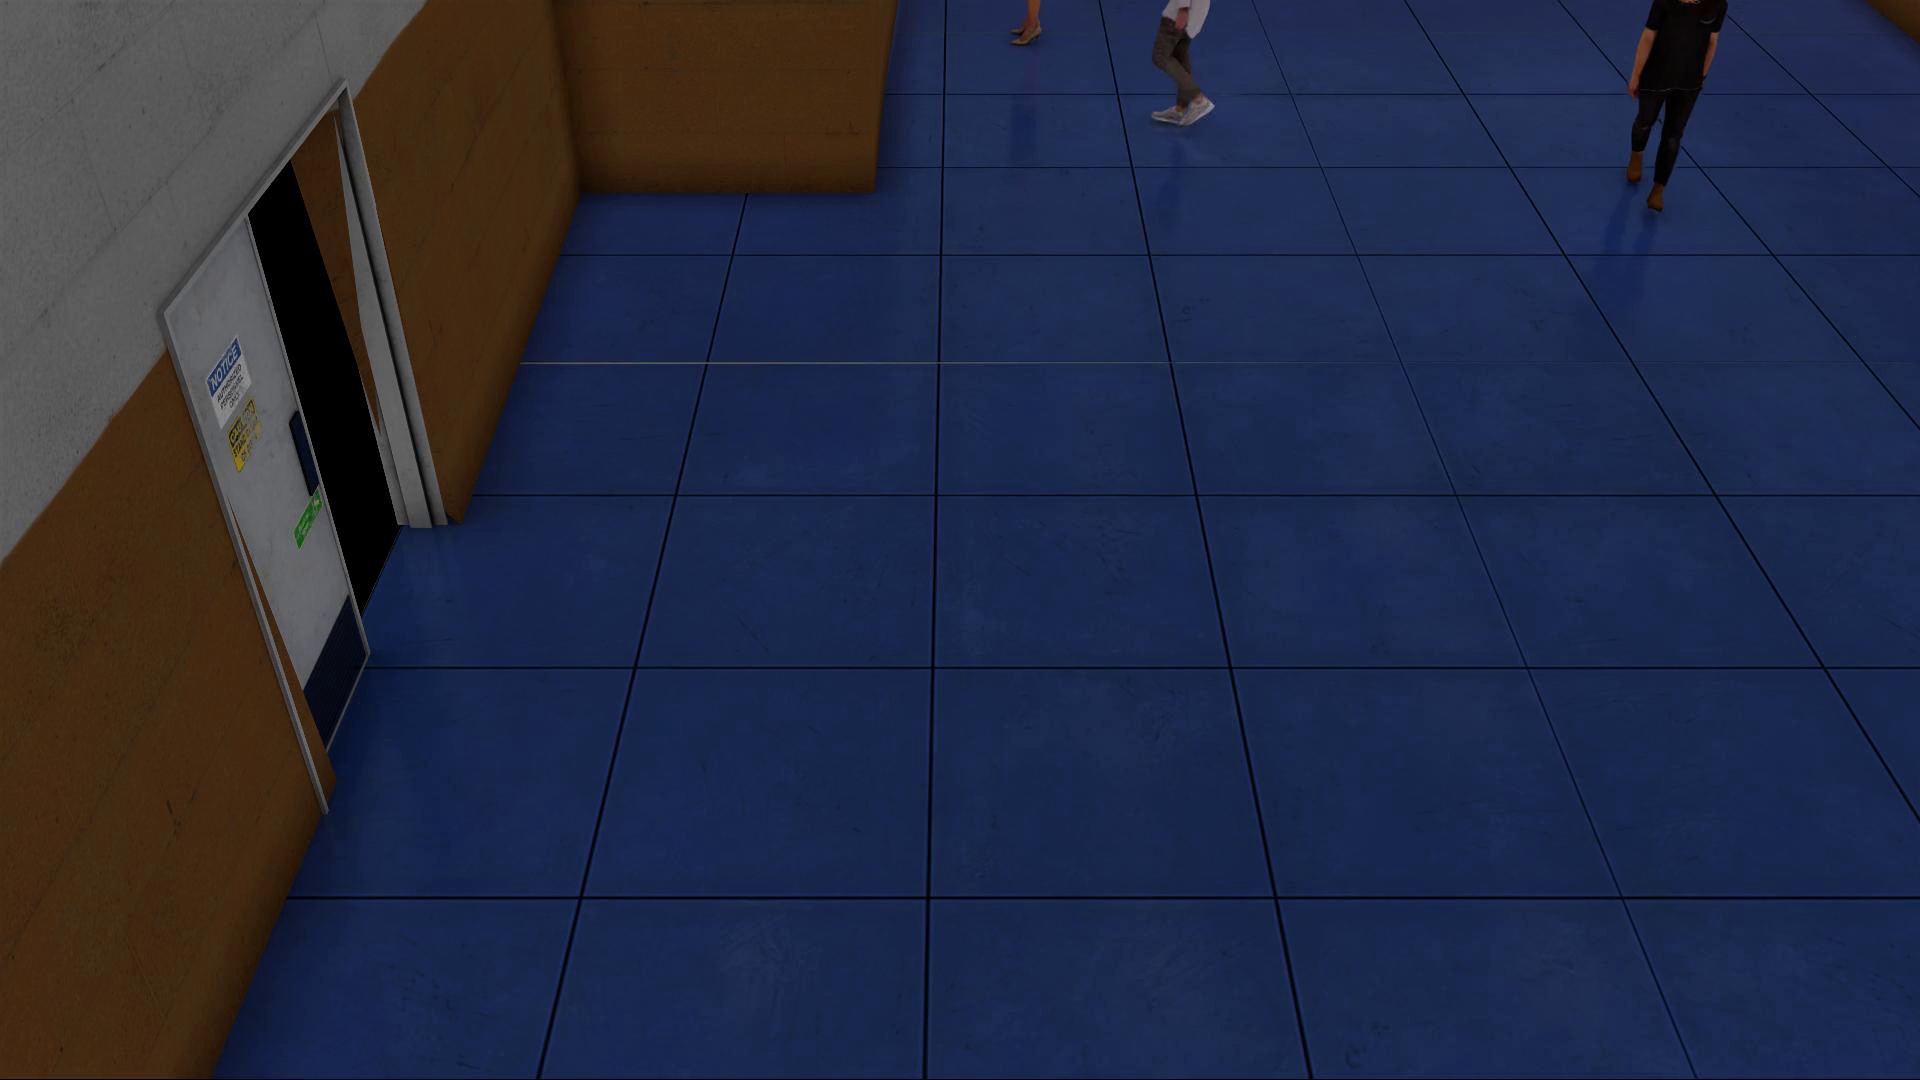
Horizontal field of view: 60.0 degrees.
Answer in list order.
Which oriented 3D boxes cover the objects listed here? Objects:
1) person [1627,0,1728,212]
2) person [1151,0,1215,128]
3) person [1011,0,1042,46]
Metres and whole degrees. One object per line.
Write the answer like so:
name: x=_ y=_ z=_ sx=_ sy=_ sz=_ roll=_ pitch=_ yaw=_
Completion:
person: x=4.663 y=-3.082 z=10.922 sx=1.078 sy=1.675 sz=0.900 roll=11 pitch=38 yaw=14
person: x=1.665 y=-3.764 z=11.703 sx=0.820 sy=1.828 sz=0.790 roll=11 pitch=38 yaw=14
person: x=0.555 y=-4.826 z=13.179 sx=0.529 sy=1.755 sz=0.645 roll=2 pitch=37 yaw=3
